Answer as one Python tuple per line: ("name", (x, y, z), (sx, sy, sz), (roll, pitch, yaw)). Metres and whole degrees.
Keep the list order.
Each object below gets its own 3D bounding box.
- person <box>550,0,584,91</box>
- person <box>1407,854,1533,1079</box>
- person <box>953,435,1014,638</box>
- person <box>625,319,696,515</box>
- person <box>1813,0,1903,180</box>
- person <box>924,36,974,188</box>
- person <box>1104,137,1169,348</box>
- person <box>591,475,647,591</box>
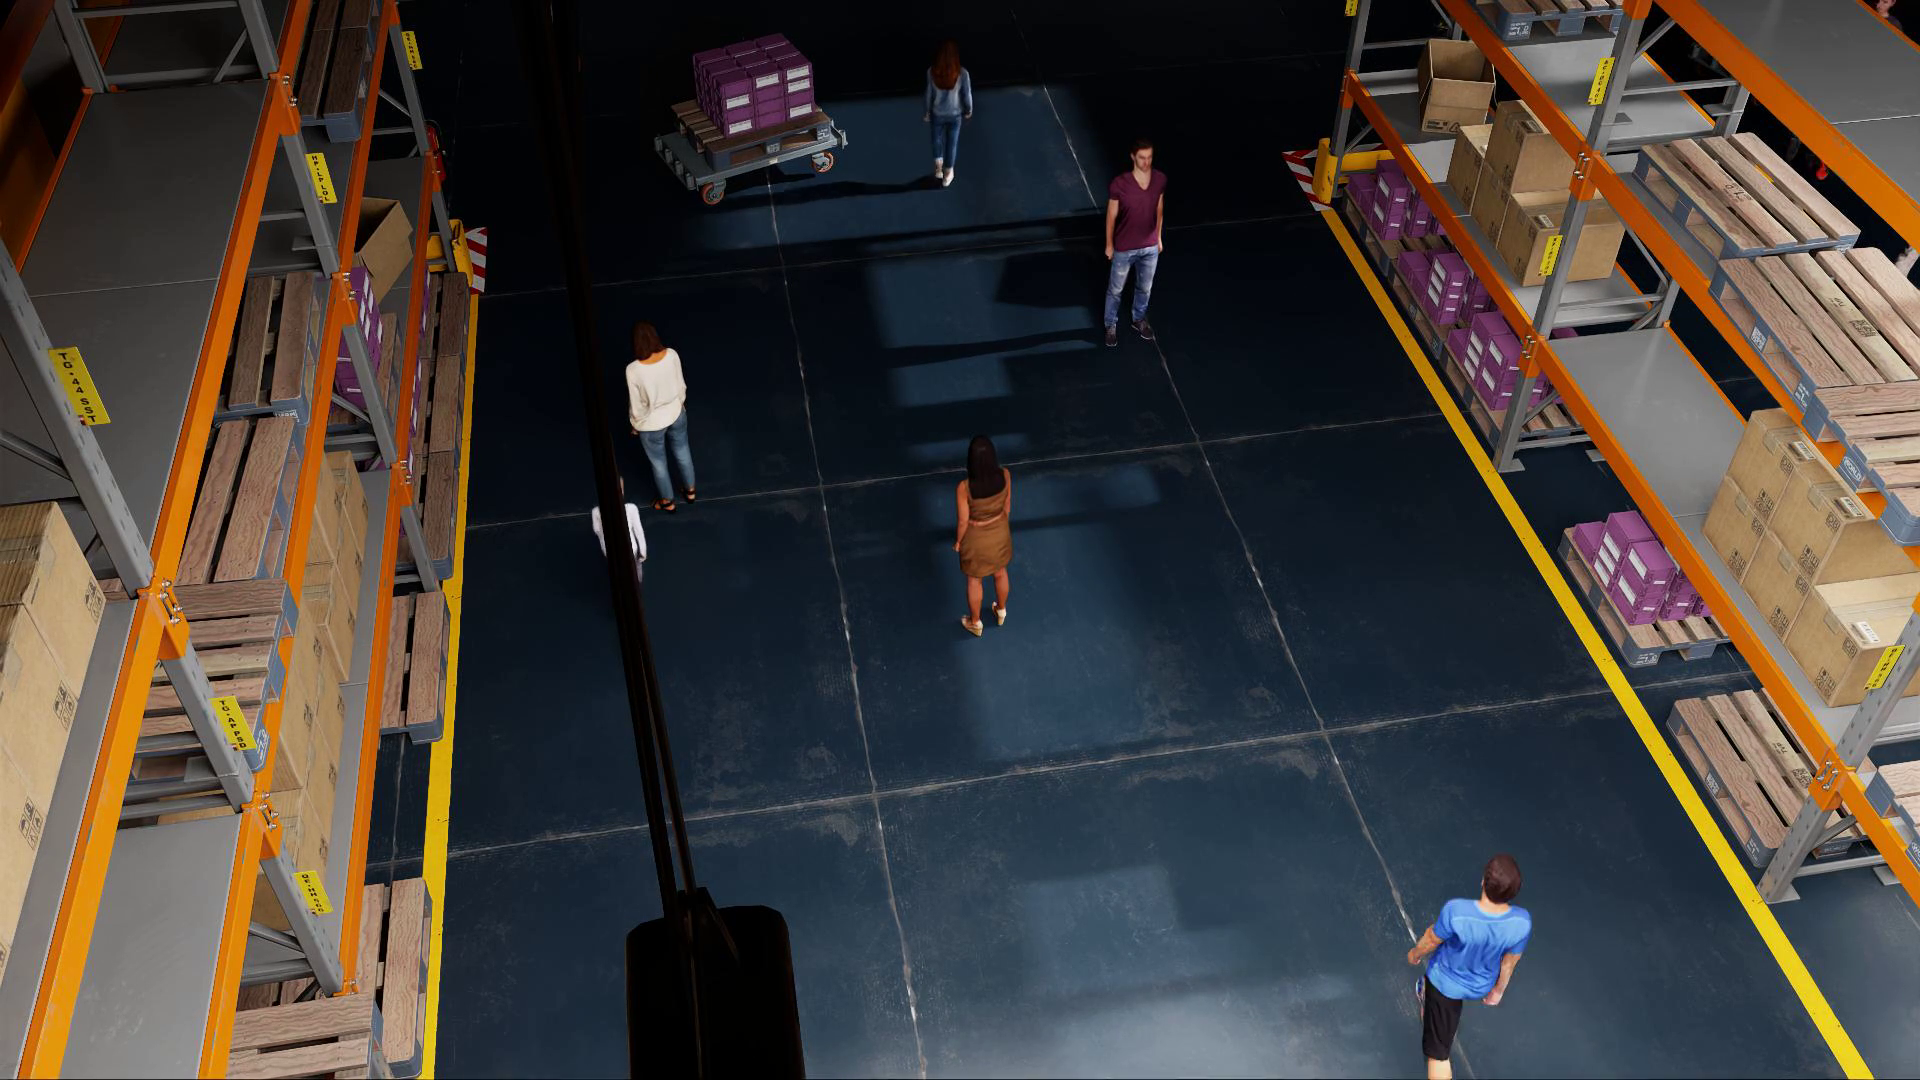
("person", (-4.000, -5.191, 16.869), (0.606, 1.264, 0.517), (5, 44, 5))
("person", (2.579, 2.353, 8.548), (0.784, 1.820, 1.277), (1, 44, 1))
("person", (0.164, -0.017, 11.133), (0.623, 1.684, 0.605), (-20, 47, -20))
("person", (-2.171, -0.886, 12.048), (0.703, 1.680, 0.699), (-28, 50, -27))
("person", (8.417, -4.378, 15.613), (1.085, 1.819, 1.094), (-31, 52, -28))
("person", (-0.134, -3.921, 15.385), (0.655, 1.472, 0.623), (4, 44, 4))
("person", (1.421, -2.449, 13.559), (0.677, 1.859, 0.584), (-12, 45, -12))
("person", (-2.300, 0.122, 11.299), (0.512, 1.254, 0.776), (-10, 44, -10))
